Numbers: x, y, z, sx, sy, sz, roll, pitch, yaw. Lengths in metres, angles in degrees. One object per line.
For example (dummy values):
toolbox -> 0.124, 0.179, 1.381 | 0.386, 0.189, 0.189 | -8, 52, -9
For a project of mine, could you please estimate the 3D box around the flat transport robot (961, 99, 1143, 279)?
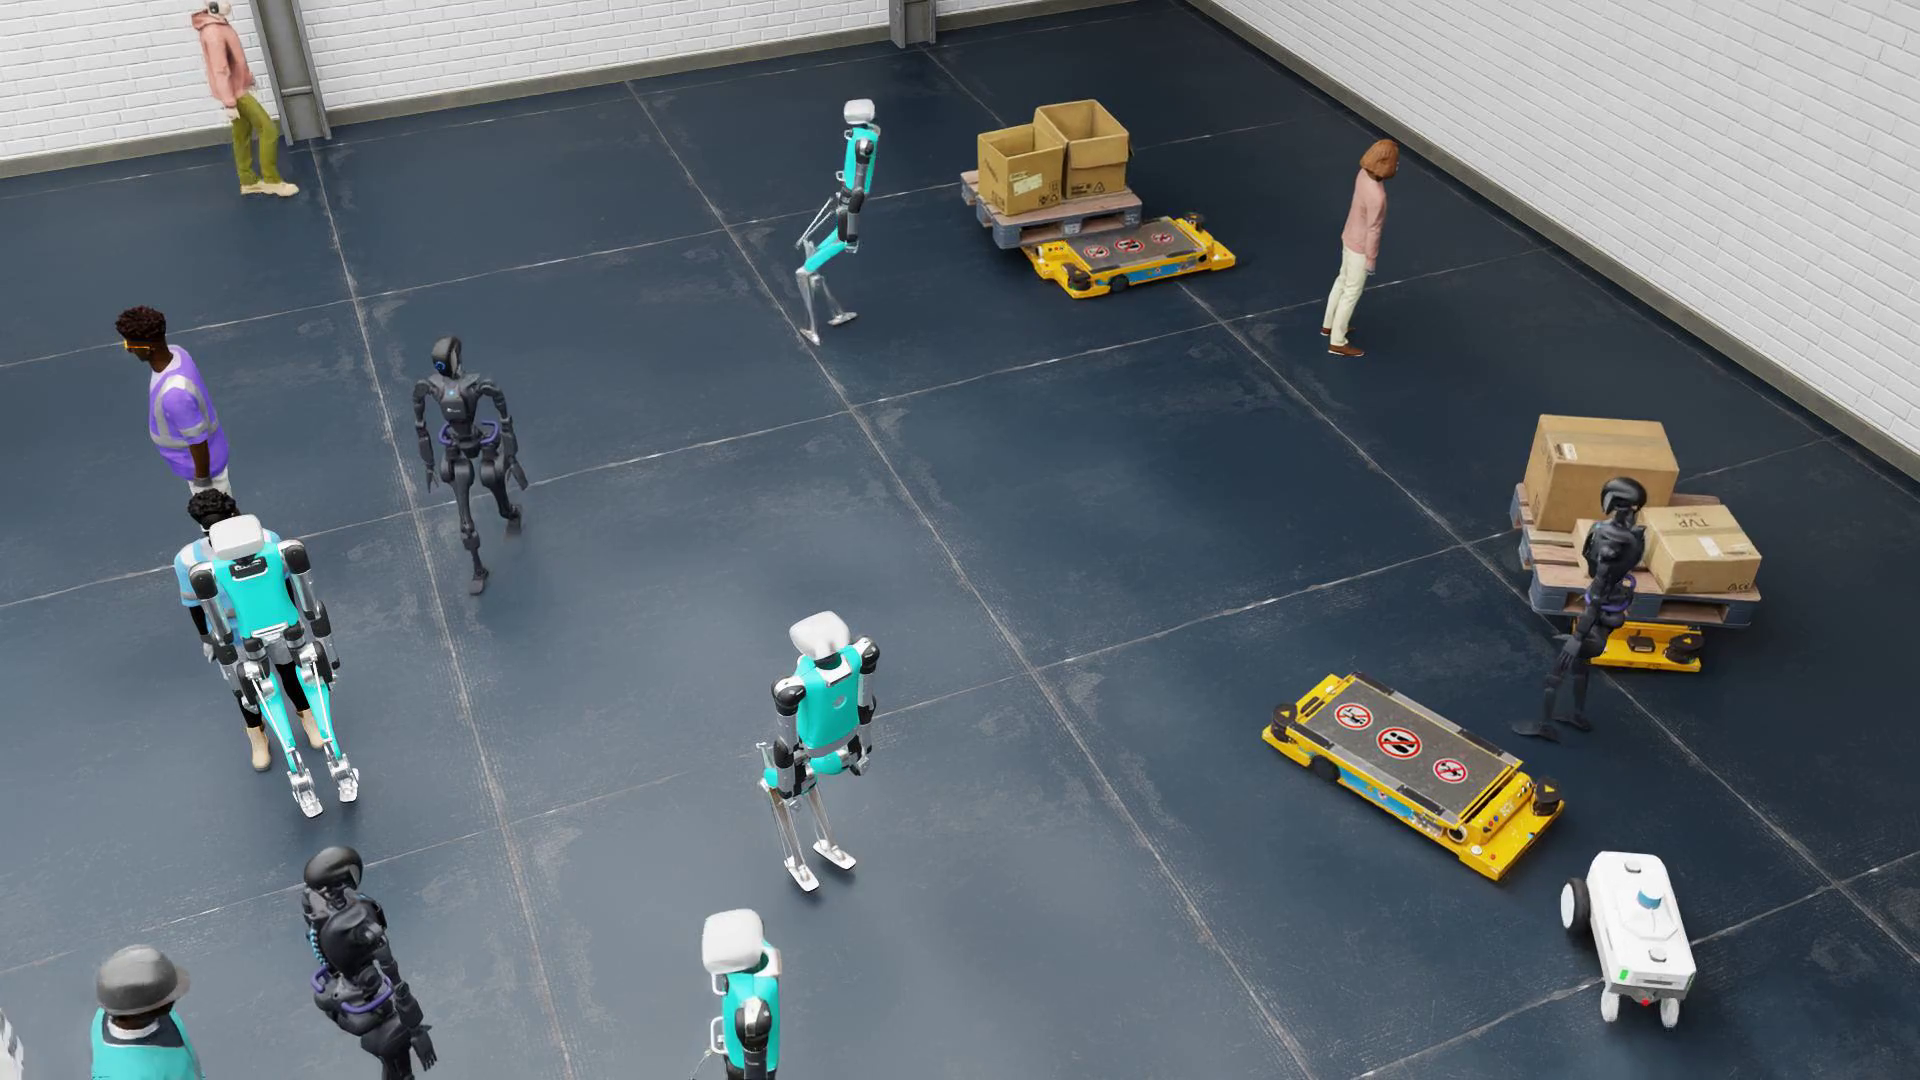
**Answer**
flat transport robot -> 0.744, -2.580, 13.632 | 0.659, 0.231, 1.431 | -12, 39, -15

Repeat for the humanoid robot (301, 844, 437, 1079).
humanoid robot -> -2.357, 1.857, 6.695 | 0.614, 1.644, 0.339 | 23, 43, 27

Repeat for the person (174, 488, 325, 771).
person -> -3.632, 0.445, 8.522 | 0.534, 1.696, 0.318 | -19, 41, -23

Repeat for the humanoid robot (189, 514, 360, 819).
humanoid robot -> -3.240, 0.717, 8.022 | 0.533, 1.681, 0.735 | -17, 41, -20

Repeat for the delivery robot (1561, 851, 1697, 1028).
delivery robot -> 3.123, 1.804, 7.686 | 0.499, 0.589, 0.784 | 4, 38, 5

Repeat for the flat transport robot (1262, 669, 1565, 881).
flat transport robot -> 2.367, 1.180, 8.737 | 1.431, 0.231, 0.659 | 31, 47, 34

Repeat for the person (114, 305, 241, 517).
person -> -4.365, -0.469, 9.495 | 0.374, 1.962, 0.603 | -16, 40, -20

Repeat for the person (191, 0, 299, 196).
person -> -5.947, -3.752, 13.886 | 0.620, 1.820, 0.543 | -13, 39, -16

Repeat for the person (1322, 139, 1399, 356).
person -> 2.874, -2.097, 11.893 | 0.315, 1.620, 0.511 | -1, 38, -1

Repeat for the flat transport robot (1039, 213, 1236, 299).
flat transport robot -> 1.408, -2.261, 13.217 | 1.431, 0.231, 0.659 | -14, 40, -18

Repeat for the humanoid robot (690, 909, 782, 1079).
humanoid robot -> -1.048, 2.142, 6.339 | 0.834, 1.853, 0.559 | -5, 38, -7

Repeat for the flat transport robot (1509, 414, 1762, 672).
flat transport robot -> 3.948, 0.240, 9.961 | 0.659, 0.231, 1.431 | 4, 38, 6

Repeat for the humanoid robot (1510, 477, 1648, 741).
humanoid robot -> 3.264, 0.355, 8.653 | 0.408, 1.647, 0.611 | 19, 41, 23

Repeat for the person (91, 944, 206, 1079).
person -> -2.842, 2.140, 6.134 | 0.585, 1.914, 0.581 | -12, 39, -15

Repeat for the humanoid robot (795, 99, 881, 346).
humanoid robot -> -0.995, -2.299, 12.057 | 0.877, 1.773, 0.586 | -2, 38, -3

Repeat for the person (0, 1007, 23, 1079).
person -> -3.709, 2.039, 6.317 | 0.686, 1.853, 0.368 | 22, 43, 26

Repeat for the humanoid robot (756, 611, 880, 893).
humanoid robot -> -0.738, 0.929, 7.776 | 0.531, 1.691, 0.738 | -26, 45, -30

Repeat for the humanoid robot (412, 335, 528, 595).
humanoid robot -> -2.870, -0.513, 9.832 | 0.609, 1.654, 0.737 | -1, 38, -2
